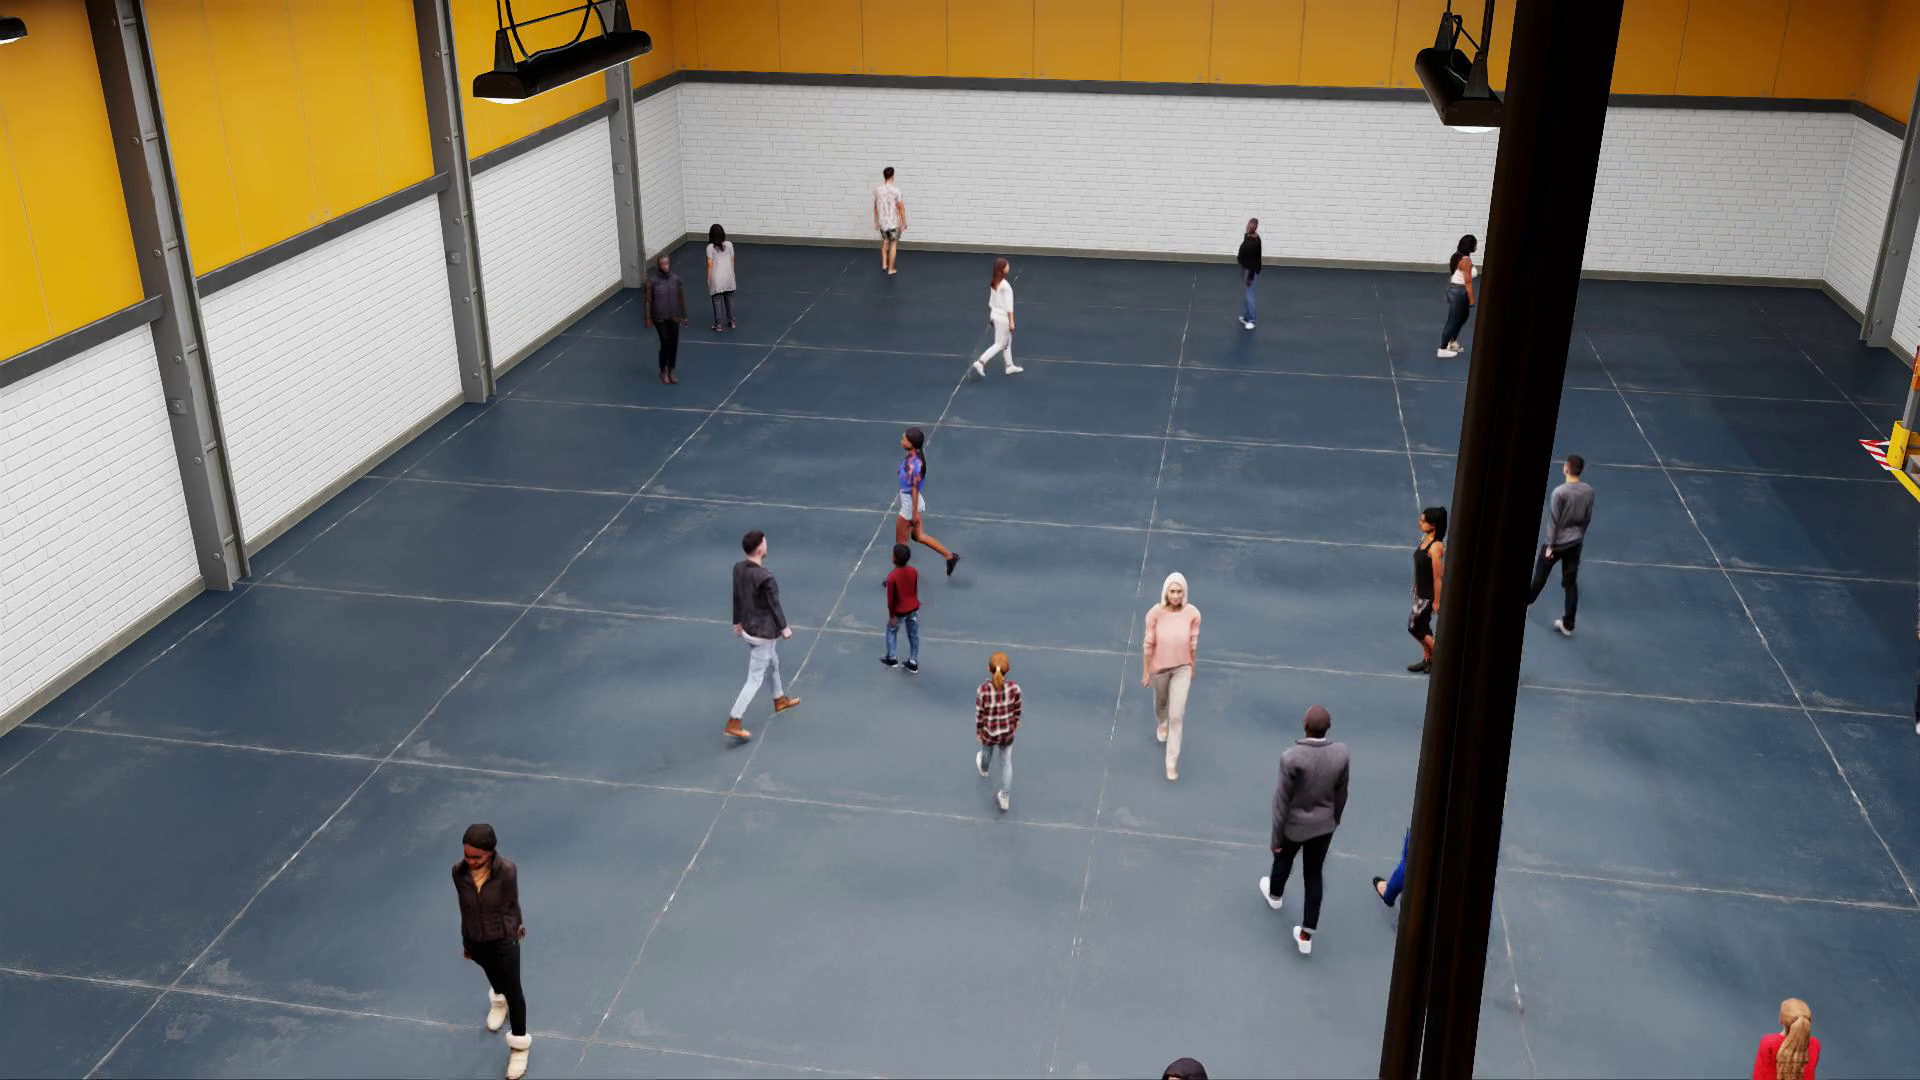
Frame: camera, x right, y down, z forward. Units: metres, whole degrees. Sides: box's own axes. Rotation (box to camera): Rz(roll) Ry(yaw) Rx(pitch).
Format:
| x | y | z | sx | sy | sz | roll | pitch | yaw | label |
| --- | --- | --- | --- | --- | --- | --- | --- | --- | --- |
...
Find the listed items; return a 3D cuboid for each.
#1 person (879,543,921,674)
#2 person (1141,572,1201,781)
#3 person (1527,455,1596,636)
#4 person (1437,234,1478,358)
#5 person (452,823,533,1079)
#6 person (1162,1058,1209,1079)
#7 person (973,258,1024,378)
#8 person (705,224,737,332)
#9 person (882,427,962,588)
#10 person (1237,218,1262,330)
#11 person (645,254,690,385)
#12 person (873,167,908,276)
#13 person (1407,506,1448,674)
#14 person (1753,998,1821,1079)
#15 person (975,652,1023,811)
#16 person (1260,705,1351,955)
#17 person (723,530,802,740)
| x | y | z | sx | sy | sz | roll | pitch | yaw | label |
| --- | --- | --- | --- | --- | --- | --- | --- | --- | --- |
| -0.478 | 0.640 | 15.111 | 0.662 | 1.245 | 0.722 | -15 | 28 | -30 | person |
| 1.716 | 1.028 | 13.687 | 0.706 | 1.674 | 1.184 | 1 | 24 | 3 | person |
| 5.784 | 0.081 | 15.797 | 0.922 | 1.719 | 1.173 | -5 | 24 | -12 | person |
| 7.054 | -3.490 | 23.873 | 0.709 | 1.795 | 0.634 | 1 | 24 | 2 | person |
| -2.939 | 2.538 | 10.261 | 0.682 | 1.651 | 1.018 | 1 | 24 | 2 | person |
| 1.103 | 3.316 | 8.290 | 0.663 | 1.805 | 0.670 | 21 | 31 | 40 | person |
| 0.518 | -3.046 | 23.018 | 1.024 | 1.665 | 1.058 | -11 | 26 | -23 | person |
| -3.635 | -4.008 | 25.287 | 0.770 | 1.611 | 0.832 | -17 | 29 | -34 | person |
| -0.389 | -0.319 | 16.713 | 0.764 | 1.720 | 1.009 | -1 | 24 | -1 | person |
| 4.424 | -4.103 | 25.372 | 0.889 | 1.717 | 0.666 | 0 | 24 | 0 | person |
| -4.054 | -3.052 | 22.838 | 0.835 | 1.820 | 0.885 | -15 | 28 | -30 | person |
| -1.219 | -5.393 | 28.216 | 0.740 | 1.803 | 0.713 | 9 | 25 | 20 | person |
| 4.296 | 0.471 | 14.979 | 0.726 | 1.661 | 0.617 | 1 | 24 | 3 | person |
| 4.609 | 3.179 | 9.304 | 0.520 | 1.243 | 0.913 | 6 | 24 | 12 | person |
| 0.318 | 1.518 | 13.070 | 0.699 | 1.271 | 0.946 | -3 | 24 | -7 | person |
| 2.387 | 2.010 | 11.306 | 0.927 | 1.781 | 1.126 | -3 | 24 | -6 | person |
| -1.749 | 0.820 | 13.991 | 1.232 | 1.813 | 1.107 | -20 | 30 | -37 | person |
